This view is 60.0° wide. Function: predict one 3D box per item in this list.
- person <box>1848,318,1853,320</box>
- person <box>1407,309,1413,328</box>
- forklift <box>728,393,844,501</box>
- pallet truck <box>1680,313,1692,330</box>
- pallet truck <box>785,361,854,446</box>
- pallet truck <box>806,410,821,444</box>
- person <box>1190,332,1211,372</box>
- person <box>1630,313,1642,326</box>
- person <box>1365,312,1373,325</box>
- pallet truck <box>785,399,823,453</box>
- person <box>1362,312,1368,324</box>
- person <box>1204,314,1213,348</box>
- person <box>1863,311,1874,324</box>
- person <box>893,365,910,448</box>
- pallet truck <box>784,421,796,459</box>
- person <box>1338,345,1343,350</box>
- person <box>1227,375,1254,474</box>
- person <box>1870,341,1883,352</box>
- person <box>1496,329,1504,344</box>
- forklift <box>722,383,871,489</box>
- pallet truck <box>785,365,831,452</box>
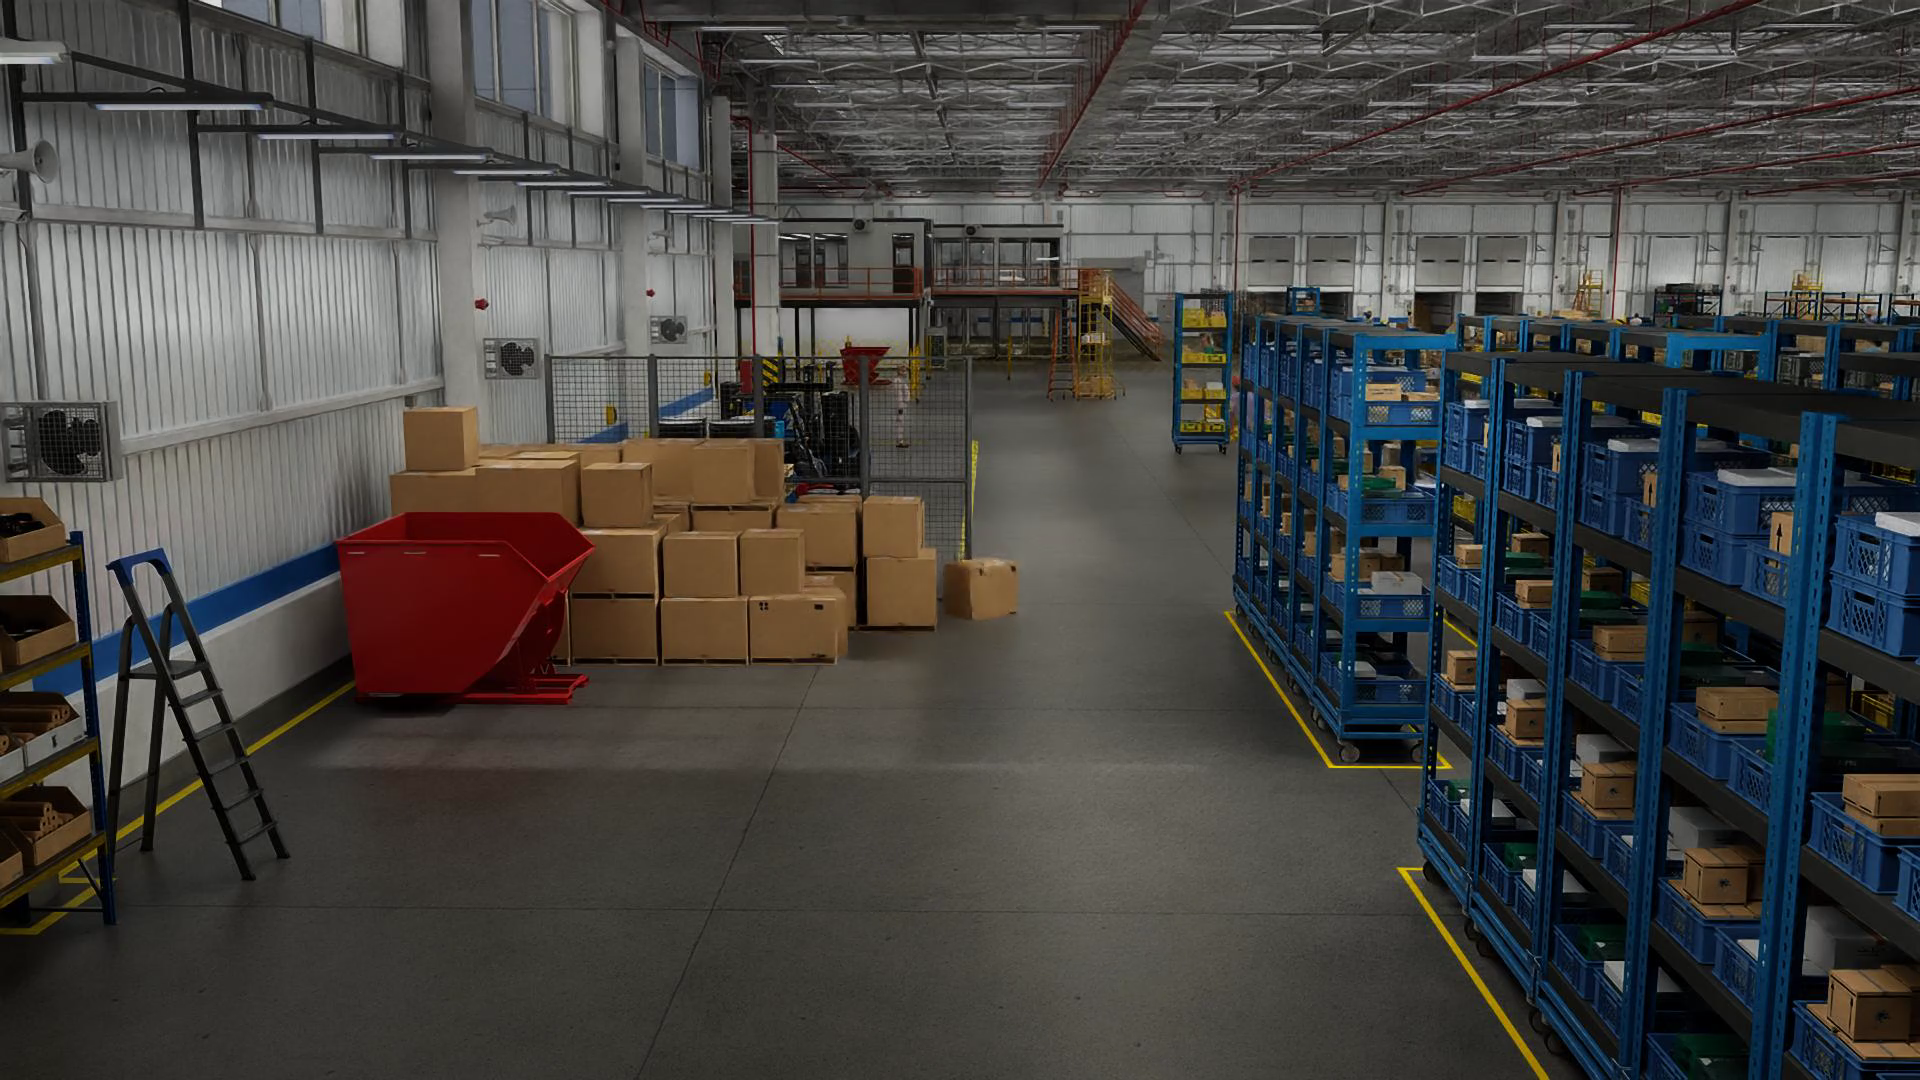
[{"bbox_3d":[41.484,-9.429,77.750,0.585,1.904,0.500,-9,13,-43],"label":"person"},{"bbox_3d":[25.591,-12.173,94.623,0.397,1.919,0.585,5,11,30],"label":"person"},{"bbox_3d":[-2.979,-1.316,26.476,2.680,1.987,1.157,0,9,1],"label":"forklift"},{"bbox_3d":[36.315,-10.531,84.244,0.823,1.965,1.885,-6,11,-33],"label":"pallet truck"},{"bbox_3d":[-3.410,-3.193,38.978,1.885,1.965,0.823,0,9,-1],"label":"pallet truck"},{"bbox_3d":[-3.559,-2.018,33.905,1.522,1.261,0.704,0,9,-1],"label":"pallet truck"},{"bbox_3d":[9.756,-7.651,67.286,0.925,1.716,0.540,2,9,10],"label":"person"},{"bbox_3d":[34.646,-10.668,85.285,0.371,1.933,0.627,-8,12,-41],"label":"person"},{"bbox_3d":[21.236,-10.858,86.438,0.403,1.938,0.602,-2,9,-10],"label":"person"},{"bbox_3d":[-3.814,-2.432,36.419,1.630,1.274,0.653,0,9,1],"label":"pallet truck"},{"bbox_3d":[22.777,-11.889,93.314,0.653,1.784,0.945,-4,10,-22],"label":"person"},{"bbox_3d":[12.948,-10.874,86.766,0.609,1.860,0.757,-3,10,-18],"label":"person"},{"bbox_3d":[49.599,-11.575,90.918,0.511,1.915,0.564,-6,11,-32],"label":"person"},{"bbox_3d":[-1.355,-3.111,38.753,0.410,1.908,0.643,0,9,2],"label":"person"},{"bbox_3d":[-4.013,-1.793,32.705,1.601,1.201,0.680,0,9,1],"label":"pallet truck"},{"bbox_3d":[15.034,-7.430,65.507,0.317,1.870,0.523,-2,9,-11],"label":"person"},{"bbox_3d":[5.763,-2.354,33.791,0.623,1.993,0.655,-5,11,-30],"label":"person"},{"bbox_3d":[32.714,-6.317,59.266,0.816,1.655,0.535,-1,9,-8],"label":"person"},{"bbox_3d":[21.699,-7.738,67.213,0.543,1.933,0.369,5,11,30],"label":"person"},{"bbox_3d":[-2.893,-1.687,28.729,2.680,1.987,1.157,0,9,-1],"label":"forklift"},{"bbox_3d":[-3.774,-2.976,37.635,1.885,1.965,0.823,1,9,5],"label":"pallet truck"}]
